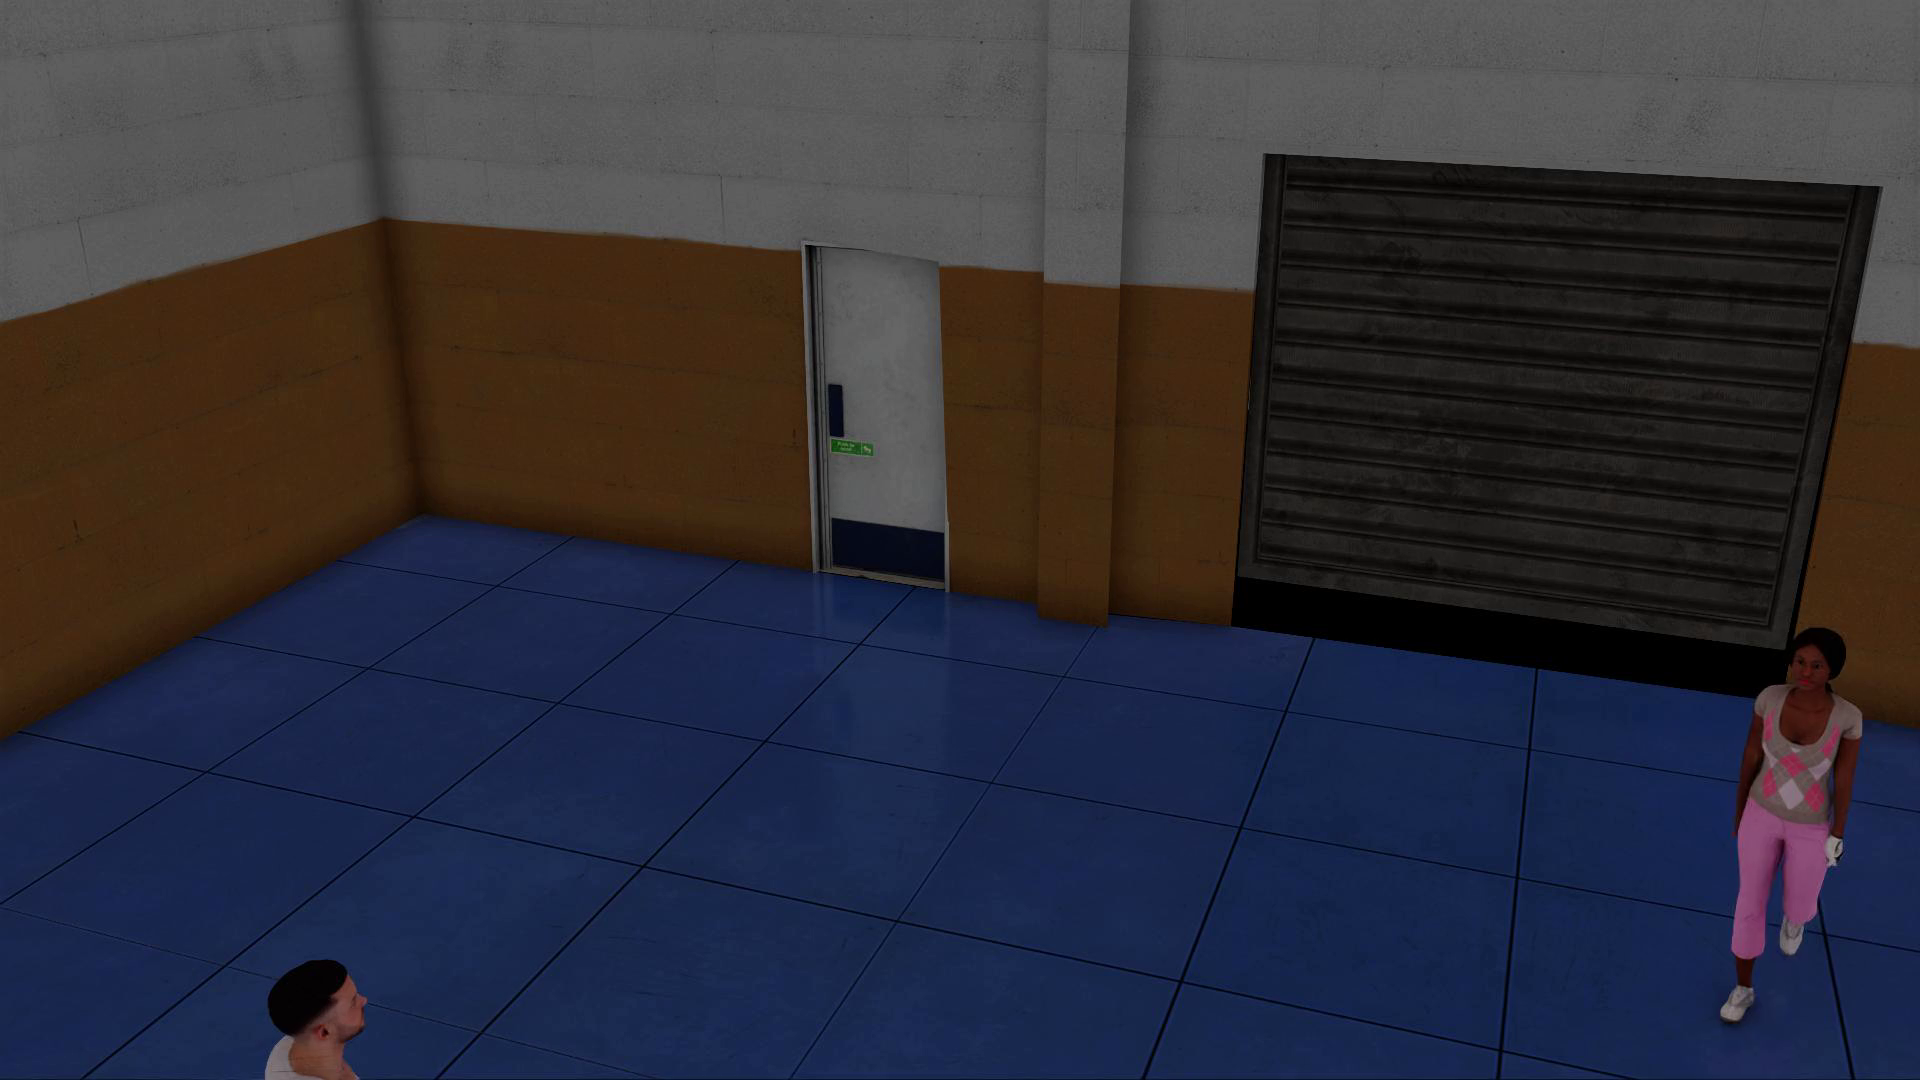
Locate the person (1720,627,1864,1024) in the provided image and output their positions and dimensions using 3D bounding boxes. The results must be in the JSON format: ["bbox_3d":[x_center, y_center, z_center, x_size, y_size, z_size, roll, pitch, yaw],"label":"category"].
[{"bbox_3d":[3.431,1.149,6.844,0.938,1.729,0.844,18,28,37],"label":"person"}]

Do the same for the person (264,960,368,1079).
[{"bbox_3d":[-1.770,1.972,4.662,0.991,1.827,0.950,-13,25,-29],"label":"person"}]
